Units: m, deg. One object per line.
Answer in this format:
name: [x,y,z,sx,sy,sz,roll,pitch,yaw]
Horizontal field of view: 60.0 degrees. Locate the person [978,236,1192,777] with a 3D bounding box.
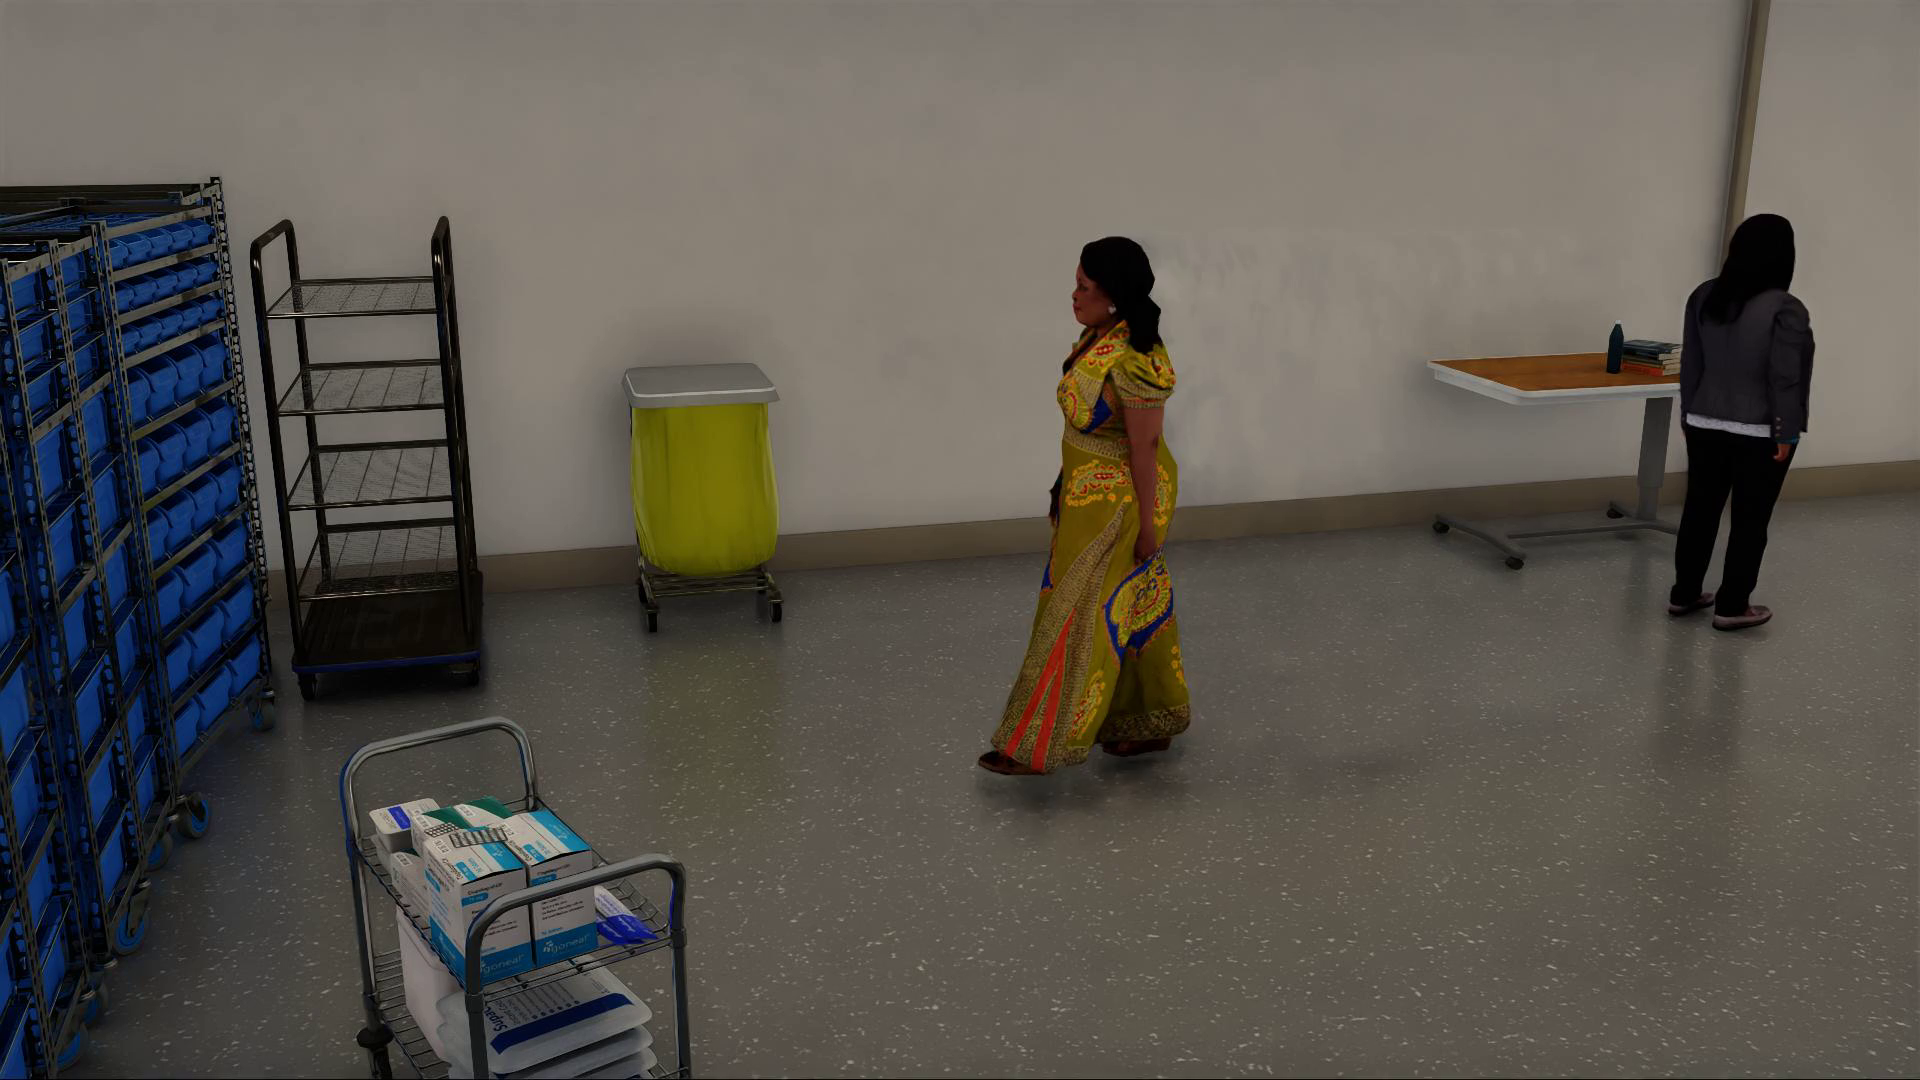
person: [0.550,-0.081,5.044,0.988,1.636,0.824,-3,16,-10]

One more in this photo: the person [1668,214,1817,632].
person: [3.003,-0.447,6.412,0.728,1.597,0.729,-8,18,-27]
